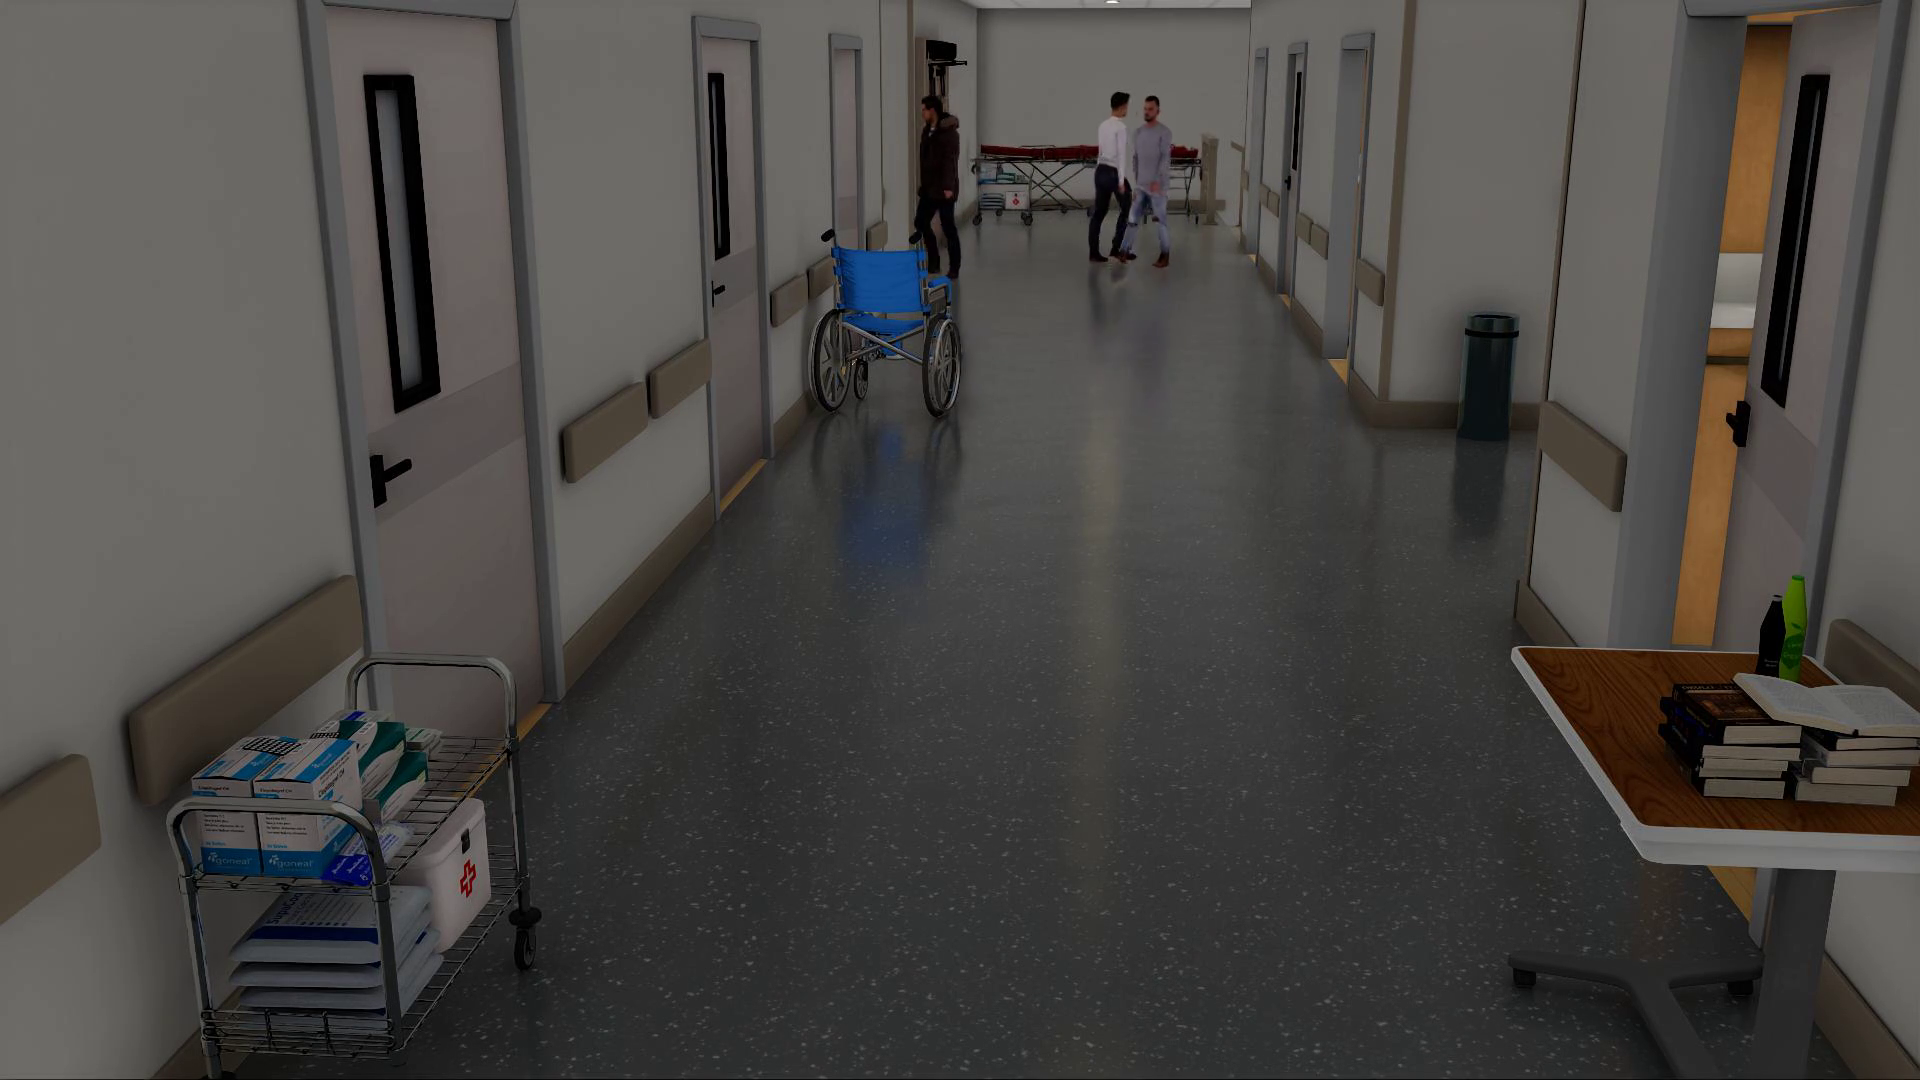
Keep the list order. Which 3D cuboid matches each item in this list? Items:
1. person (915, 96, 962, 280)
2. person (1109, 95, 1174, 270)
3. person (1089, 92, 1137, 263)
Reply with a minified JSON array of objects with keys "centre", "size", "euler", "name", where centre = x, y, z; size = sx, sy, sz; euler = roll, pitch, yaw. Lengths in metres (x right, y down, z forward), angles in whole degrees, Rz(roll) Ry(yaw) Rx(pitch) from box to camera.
[{"centre":[-0.160,-3.625,17.117],"size":[0.995,1.826,0.916],"euler":[-14,21,-41],"name":"person"},{"centre":[2.085,-3.739,17.593],"size":[1.079,1.787,1.225],"euler":[14,21,41],"name":"person"},{"centre":[1.607,-3.972,18.305],"size":[1.049,1.850,0.987],"euler":[-12,20,-36],"name":"person"}]
